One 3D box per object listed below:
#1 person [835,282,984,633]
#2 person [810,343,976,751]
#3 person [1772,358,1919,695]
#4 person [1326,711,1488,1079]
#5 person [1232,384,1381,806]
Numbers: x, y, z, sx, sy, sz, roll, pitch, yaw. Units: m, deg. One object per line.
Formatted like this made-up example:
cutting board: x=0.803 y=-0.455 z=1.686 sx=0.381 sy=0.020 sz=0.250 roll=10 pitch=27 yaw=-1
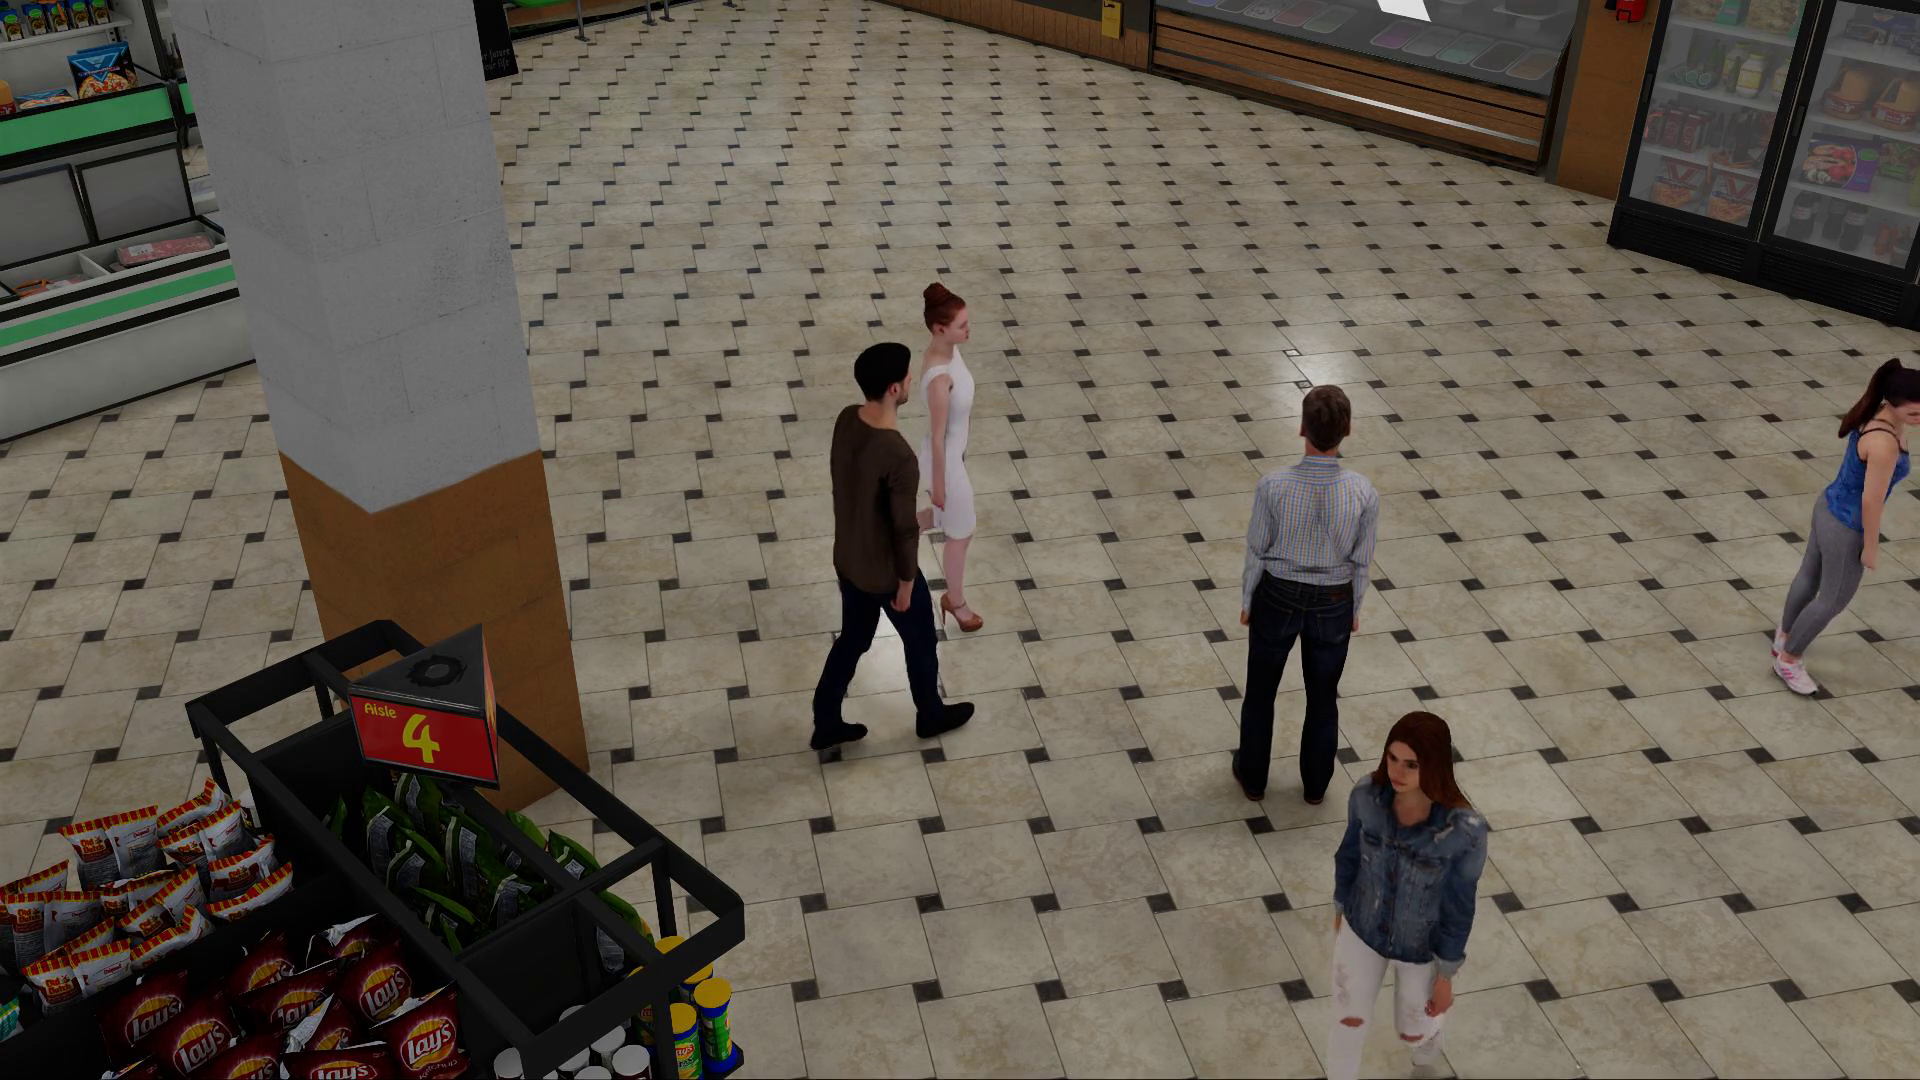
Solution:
person: x=-0.166 y=-0.314 z=7.413 sx=0.982 sy=1.775 sz=0.940 roll=2 pitch=32 yaw=2
person: x=-0.389 y=0.087 z=6.684 sx=0.988 sy=1.864 sz=0.714 roll=-22 pitch=38 yaw=-31
person: x=3.836 y=-0.108 z=7.259 sx=0.833 sy=1.588 sz=0.666 roll=1 pitch=32 yaw=2
person: x=1.381 y=1.186 z=5.091 sx=0.716 sy=1.681 sz=1.046 roll=21 pitch=38 yaw=30
person: x=1.336 y=0.245 z=6.476 sx=0.733 sy=1.816 sz=0.765 roll=4 pitch=32 yaw=6
